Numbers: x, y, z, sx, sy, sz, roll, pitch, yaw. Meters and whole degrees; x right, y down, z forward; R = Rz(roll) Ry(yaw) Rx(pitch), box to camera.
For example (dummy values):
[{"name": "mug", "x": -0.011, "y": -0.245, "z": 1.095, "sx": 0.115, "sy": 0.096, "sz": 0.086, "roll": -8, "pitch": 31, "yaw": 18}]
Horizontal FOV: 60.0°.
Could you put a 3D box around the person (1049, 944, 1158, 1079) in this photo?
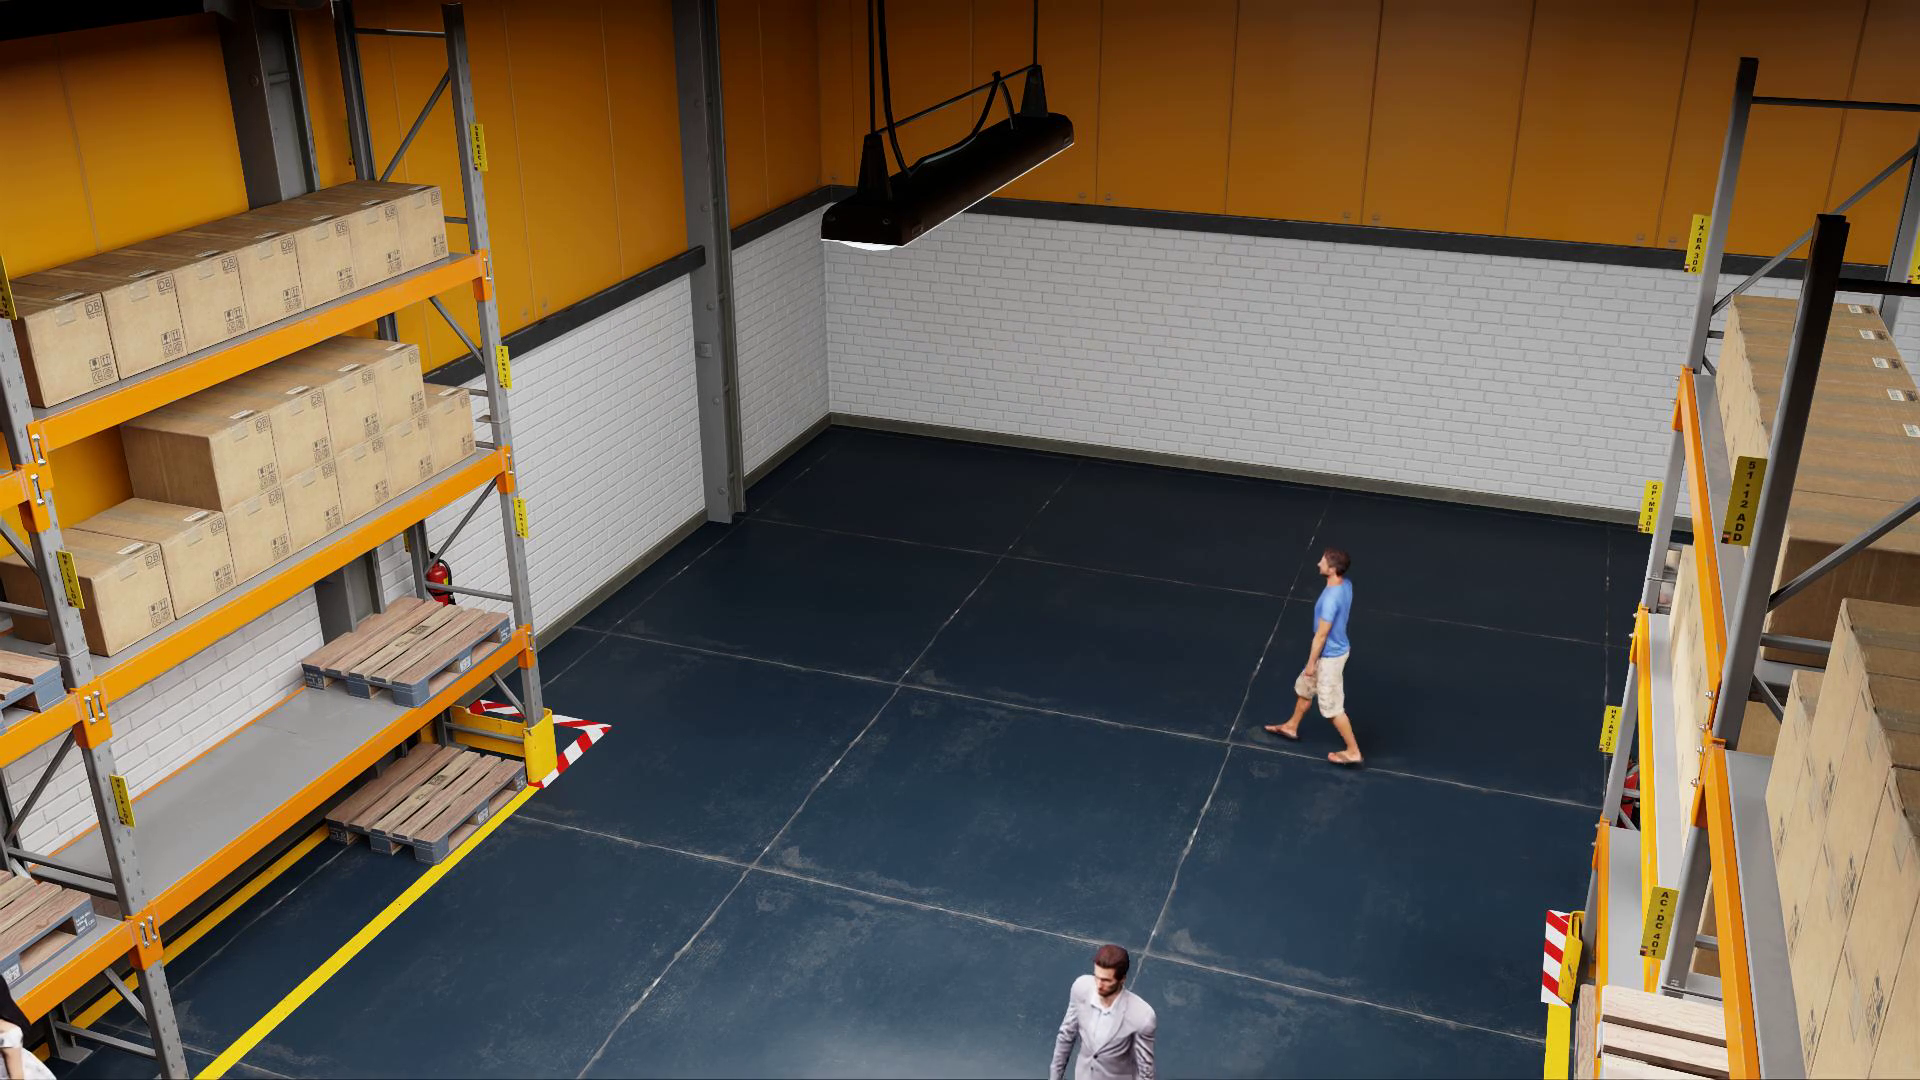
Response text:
[{"name": "person", "x": 0.853, "y": 2.896, "z": 9.012, "sx": 0.974, "sy": 1.828, "sz": 0.881, "roll": -21, "pitch": 32, "yaw": -40}]

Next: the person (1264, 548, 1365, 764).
[{"name": "person", "x": 3.058, "y": 0.963, "z": 13.442, "sx": 0.799, "sy": 1.822, "sz": 1.099, "roll": 12, "pitch": 26, "yaw": 26}]
